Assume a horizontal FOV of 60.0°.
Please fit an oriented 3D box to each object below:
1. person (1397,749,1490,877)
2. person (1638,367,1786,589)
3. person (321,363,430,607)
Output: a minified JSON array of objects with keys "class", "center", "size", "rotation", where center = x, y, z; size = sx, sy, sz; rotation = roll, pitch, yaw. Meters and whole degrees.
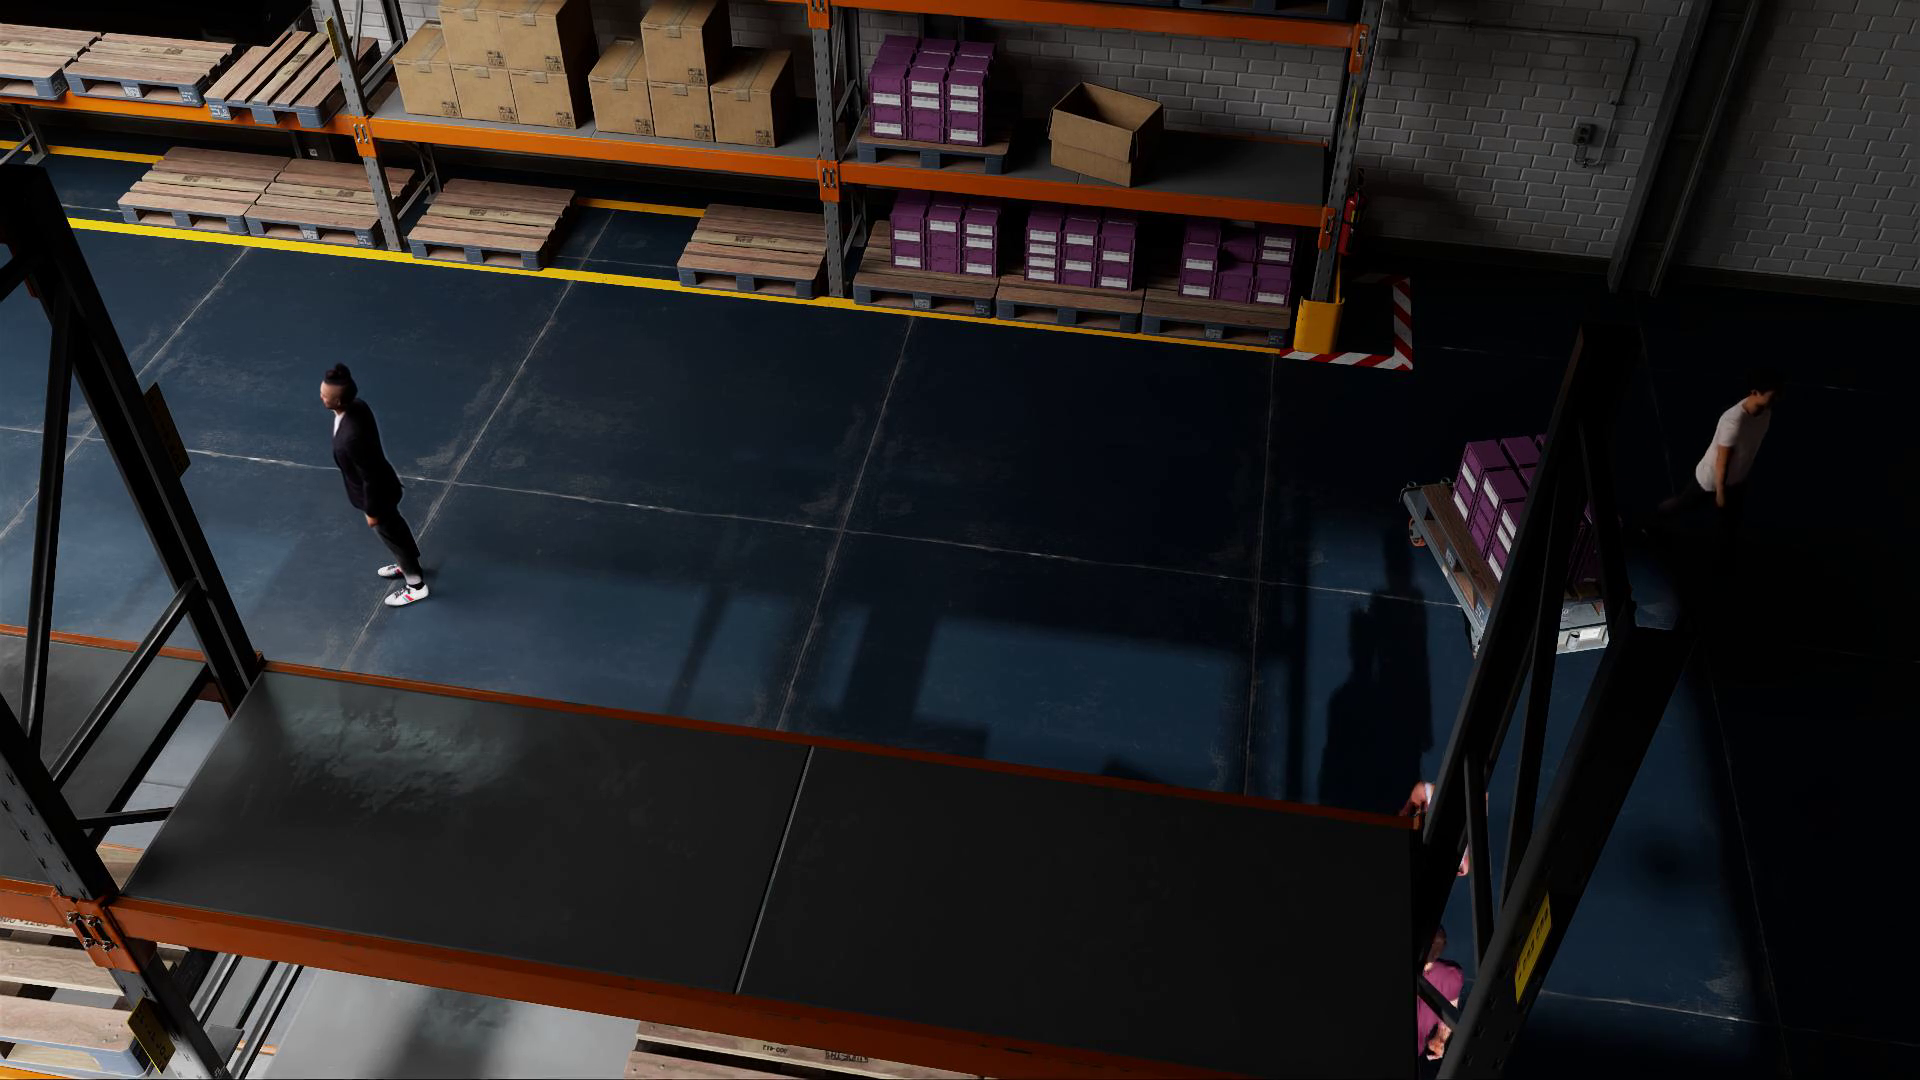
[{"class":"person","center":[2.568,1.759,8.957],"size":[1.117,1.654,0.804],"rotation":[-2,44,-2]},{"class":"person","center":[5.108,-0.503,11.309],"size":[1.101,1.684,1.125],"rotation":[-23,48,-23]},{"class":"person","center":[-3.871,-0.376,10.980],"size":[0.785,1.954,0.798],"rotation":[-14,45,-15]}]
